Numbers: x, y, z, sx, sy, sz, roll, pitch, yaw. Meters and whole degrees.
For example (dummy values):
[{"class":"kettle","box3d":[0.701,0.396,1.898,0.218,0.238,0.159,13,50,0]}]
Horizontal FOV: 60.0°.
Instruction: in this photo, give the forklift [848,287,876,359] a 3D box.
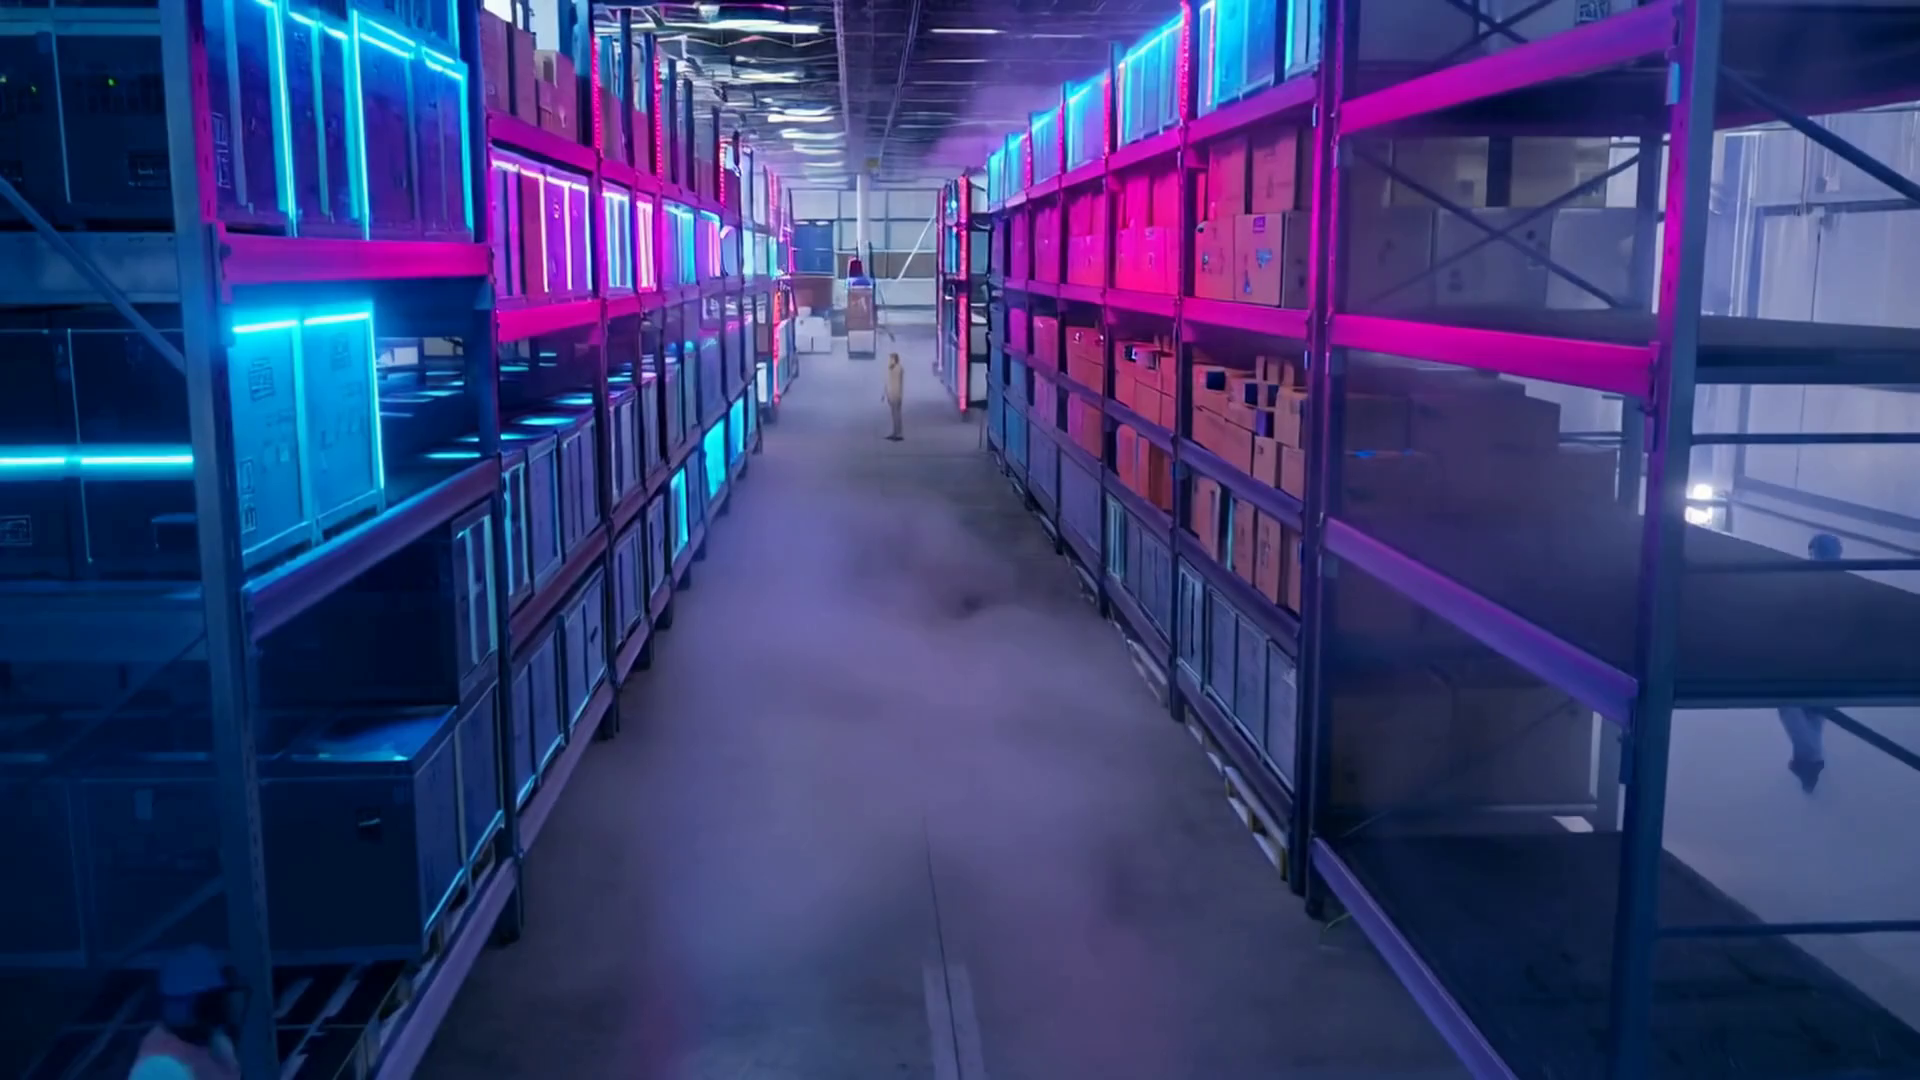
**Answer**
[{"class":"forklift","box3d":[-3.896,-8.622,65.972,1.129,2.768,1.873,-1,10,-4]}]

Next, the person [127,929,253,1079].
[{"class":"person","box3d":[-2.147,2.092,4.892,0.652,1.900,0.695,-3,10,-17]}]

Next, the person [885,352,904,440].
[{"class":"person","box3d":[-1.420,-3.114,35.979,0.401,1.904,0.646,-1,10,-8]}]

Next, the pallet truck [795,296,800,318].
[{"class":"pallet truck","box3d":[-8.622,-12.439,91.403,1.885,1.965,0.823,2,10,13]}]

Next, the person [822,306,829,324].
[{"class":"person","box3d":[-6.579,-10.589,81.256,0.318,1.695,0.534,-4,10,-24]}]

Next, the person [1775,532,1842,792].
[{"class":"person","box3d":[6.244,0.887,12.151,0.651,1.881,0.775,1,10,4]}]

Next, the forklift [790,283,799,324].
[{"class":"forklift","box3d":[-8.516,-11.137,80.992,1.129,2.768,1.873,-5,11,-30]}]
